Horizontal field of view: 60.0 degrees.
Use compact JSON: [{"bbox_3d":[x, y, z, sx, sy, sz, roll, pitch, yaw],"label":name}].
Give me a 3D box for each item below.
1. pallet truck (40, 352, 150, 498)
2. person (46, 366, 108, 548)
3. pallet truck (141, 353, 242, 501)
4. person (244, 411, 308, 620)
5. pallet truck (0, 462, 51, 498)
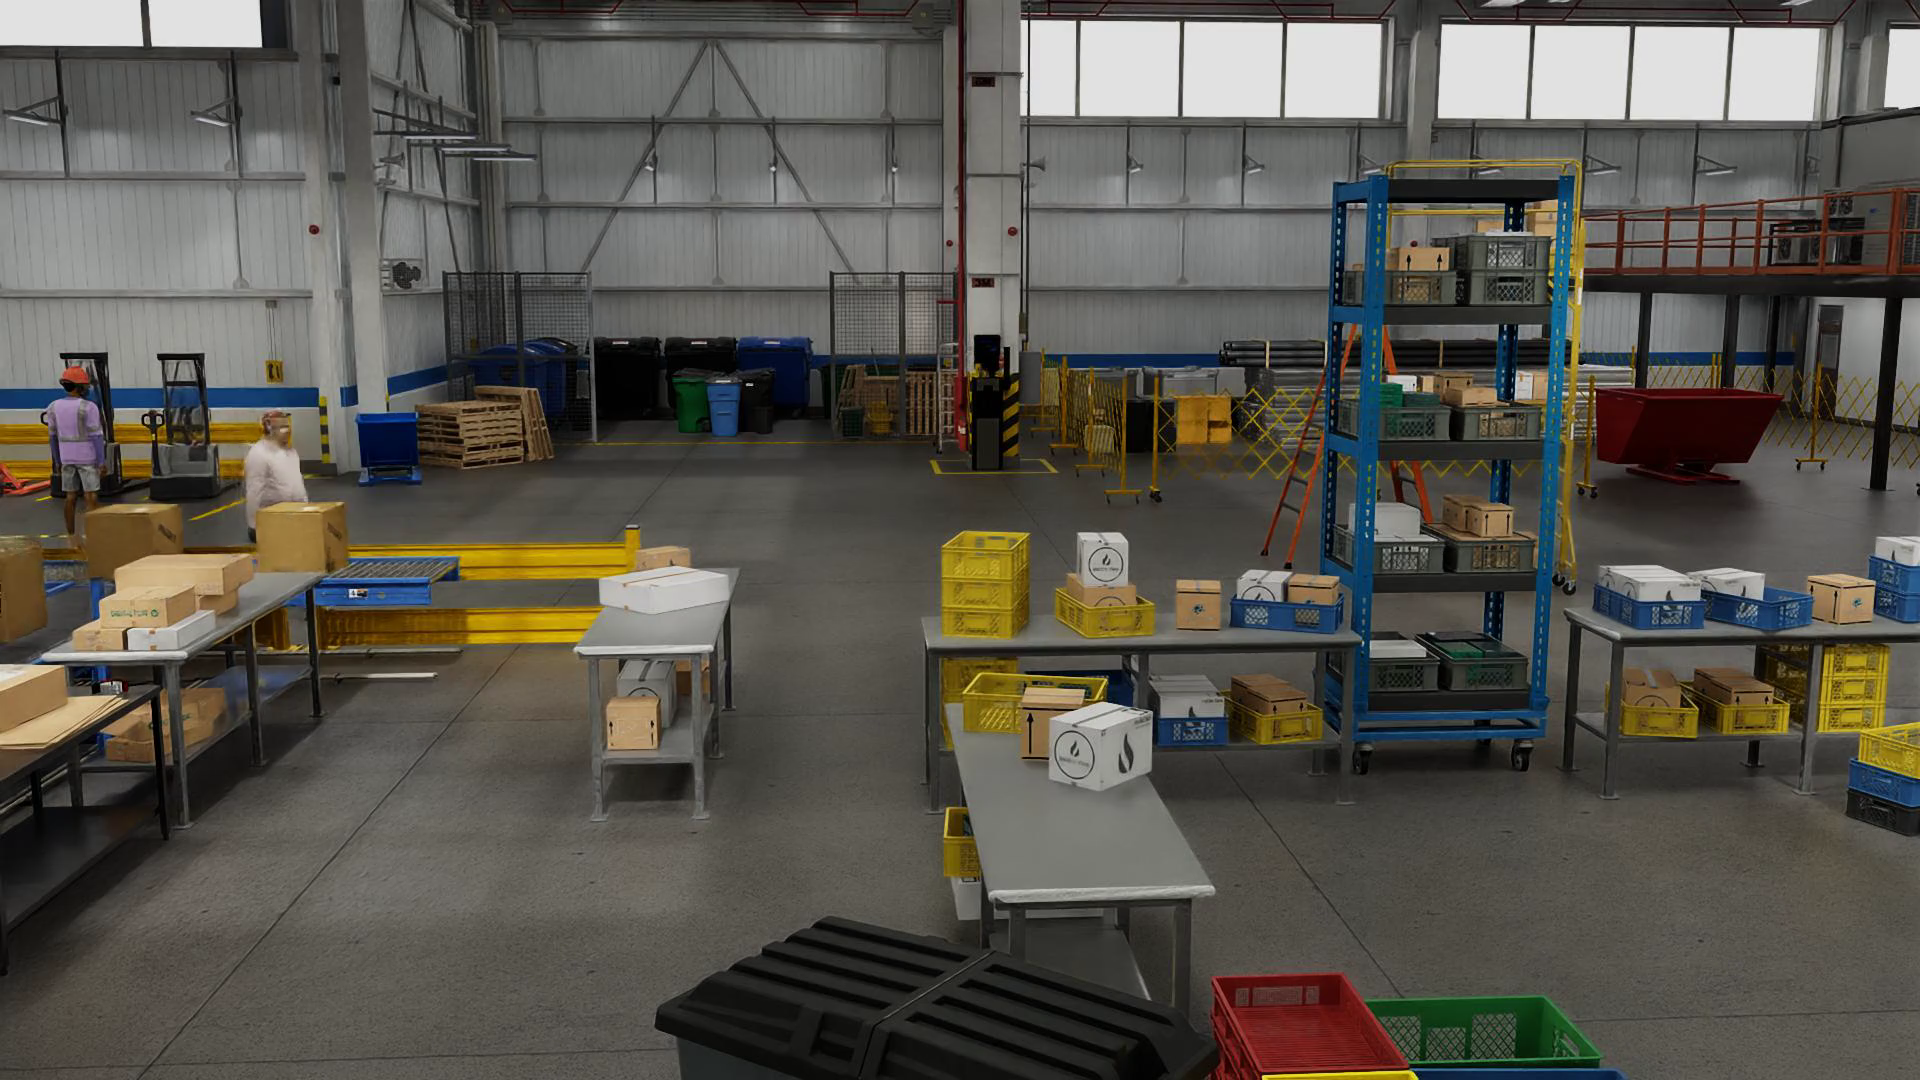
[{"bbox_3d":[-11.907,-1.642,23.165,0.823,1.965,1.885,0,9,0],"label":"pallet truck"},{"bbox_3d":[-9.649,-0.884,18.256,0.615,2.042,0.374,1,9,9],"label":"person"},{"bbox_3d":[-10.520,-1.604,22.925,0.823,1.965,1.885,-1,9,-6],"label":"pallet truck"},{"bbox_3d":[-5.996,-0.213,14.643,0.985,1.862,0.661,1,9,7],"label":"person"},{"bbox_3d":[-13.193,-1.293,23.148,0.653,1.274,1.630,-1,9,-4],"label":"pallet truck"}]
